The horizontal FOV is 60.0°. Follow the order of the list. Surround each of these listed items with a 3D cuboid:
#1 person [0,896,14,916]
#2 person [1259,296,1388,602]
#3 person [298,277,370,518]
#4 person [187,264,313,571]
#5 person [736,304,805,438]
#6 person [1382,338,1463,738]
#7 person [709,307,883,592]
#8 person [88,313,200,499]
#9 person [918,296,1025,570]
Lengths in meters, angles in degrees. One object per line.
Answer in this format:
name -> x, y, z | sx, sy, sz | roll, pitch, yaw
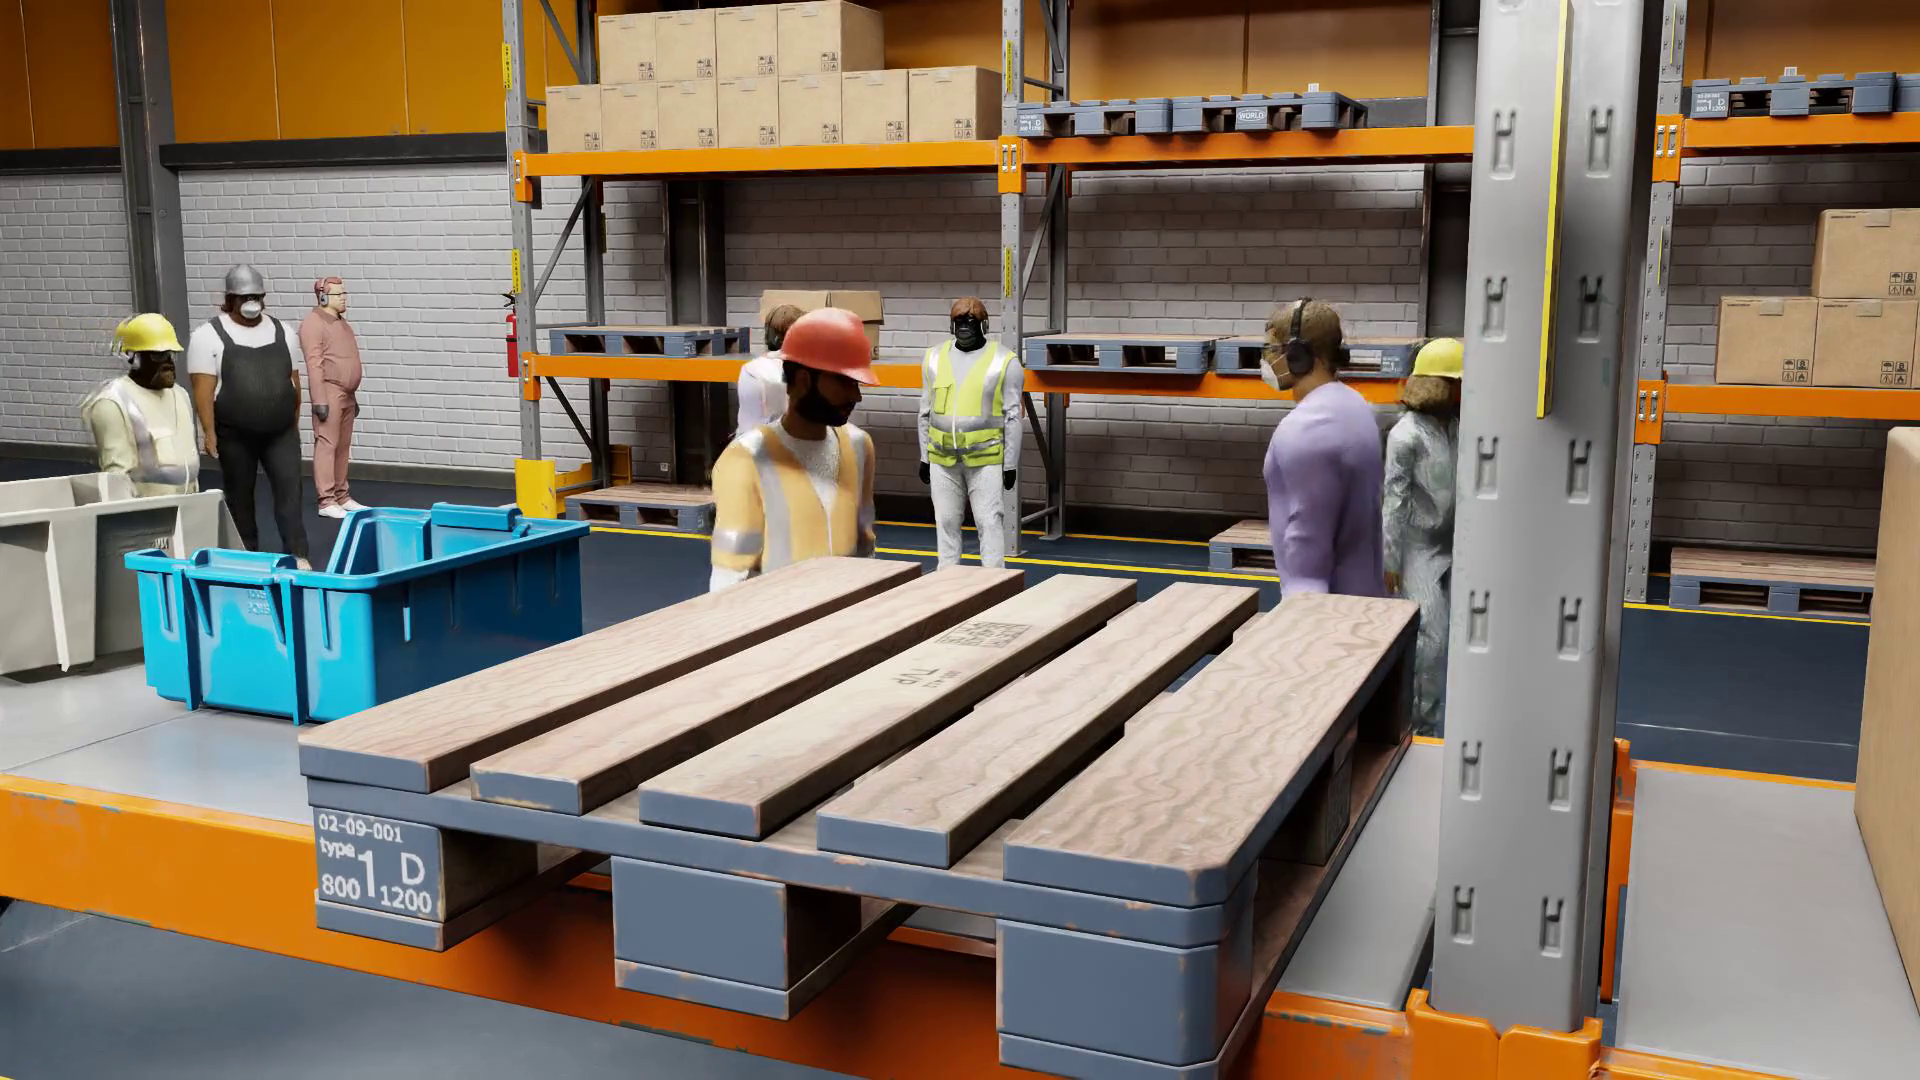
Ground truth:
person -> -2.938, 0.412, 4.819 | 0.415, 1.625, 0.536 | 4, 10, 24
person -> 1.049, 0.236, 5.069 | 0.562, 1.919, 0.665 | 5, 11, 28
person -> -4.971, -1.135, 13.270 | 0.406, 1.911, 0.639 | 0, 9, 3
person -> -4.451, -0.744, 10.531 | 0.695, 2.000, 0.882 | -8, 12, -38
person -> -0.836, -0.257, 8.299 | 0.642, 1.816, 0.450 | -7, 12, -35
person -> 1.864, 0.060, 6.648 | 0.402, 1.733, 0.487 | 9, 13, 42
person -> -0.463, 0.289, 4.764 | 0.679, 1.890, 0.649 | 9, 13, 43
person -> -3.804, -0.156, 7.768 | 0.911, 1.792, 0.609 | 3, 10, 16
person -> 0.048, -0.461, 9.472 | 0.625, 1.837, 0.428 | 4, 10, 22
